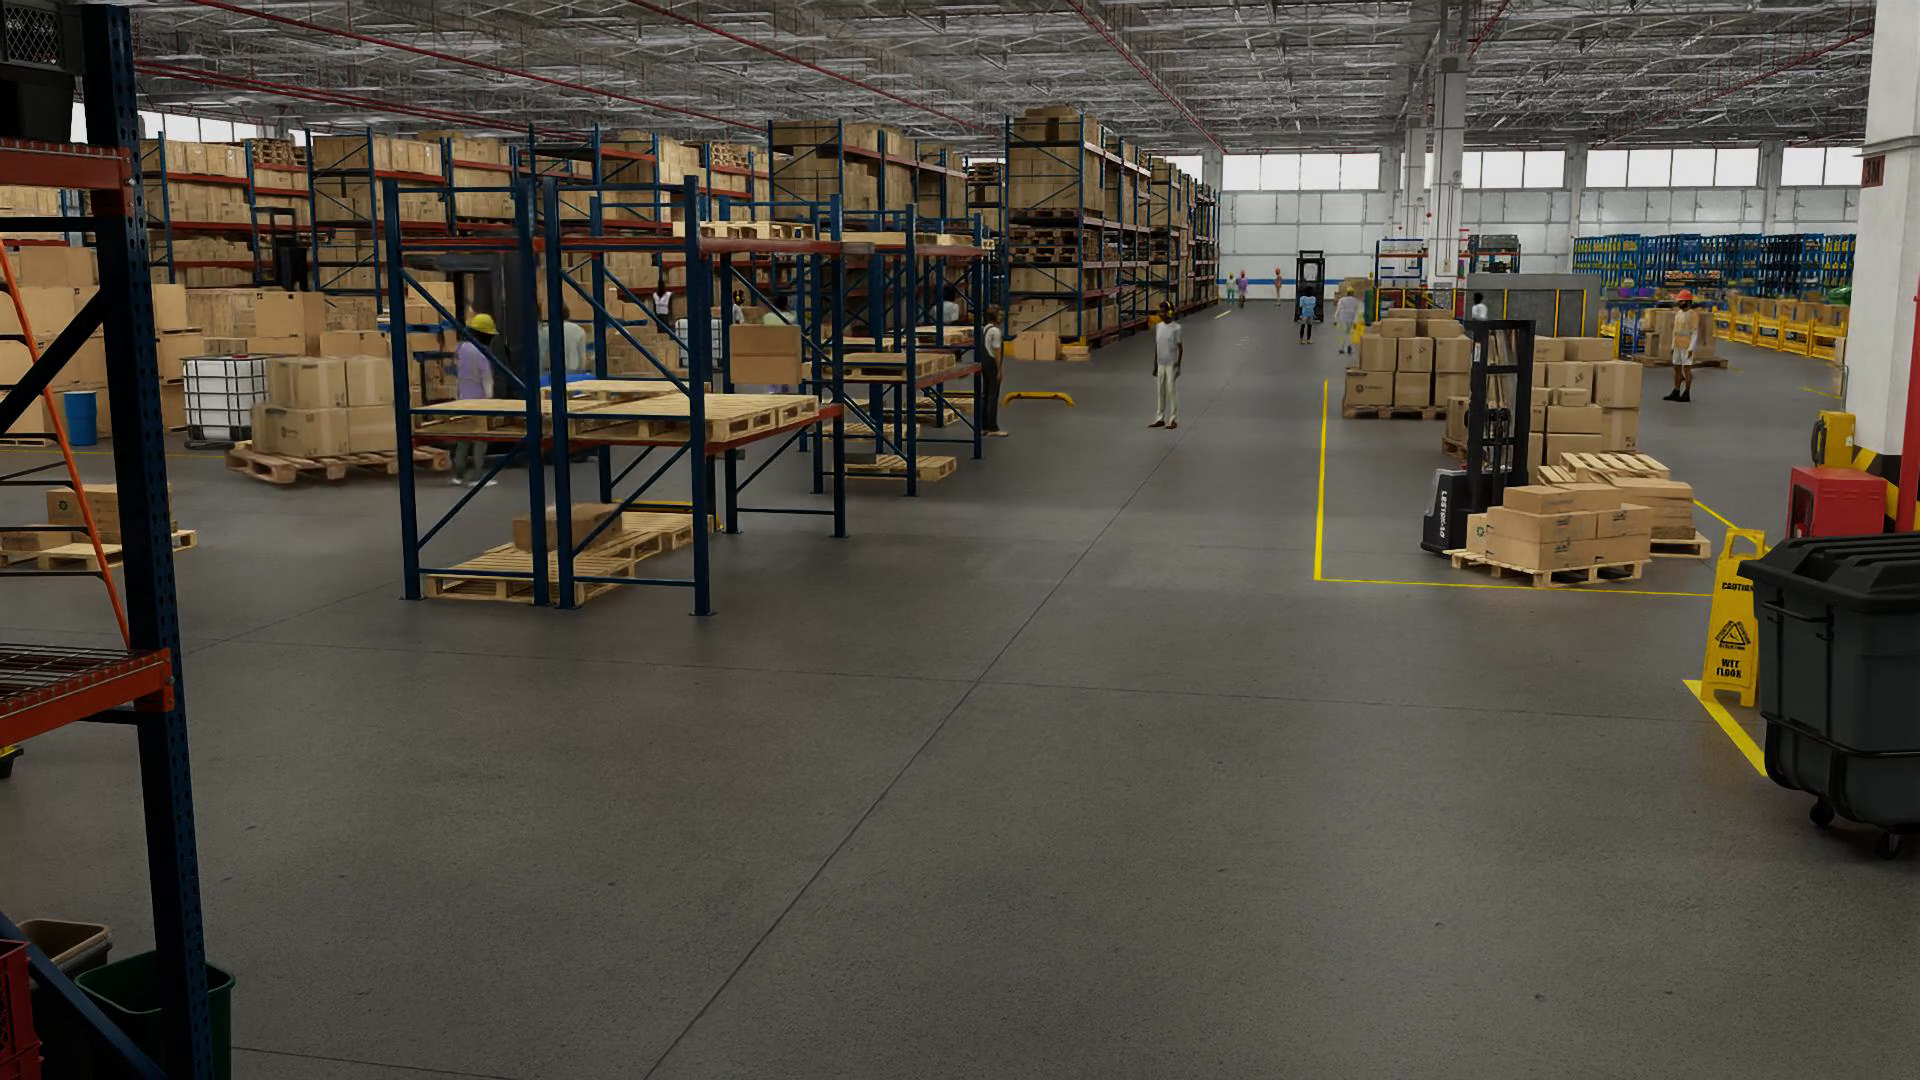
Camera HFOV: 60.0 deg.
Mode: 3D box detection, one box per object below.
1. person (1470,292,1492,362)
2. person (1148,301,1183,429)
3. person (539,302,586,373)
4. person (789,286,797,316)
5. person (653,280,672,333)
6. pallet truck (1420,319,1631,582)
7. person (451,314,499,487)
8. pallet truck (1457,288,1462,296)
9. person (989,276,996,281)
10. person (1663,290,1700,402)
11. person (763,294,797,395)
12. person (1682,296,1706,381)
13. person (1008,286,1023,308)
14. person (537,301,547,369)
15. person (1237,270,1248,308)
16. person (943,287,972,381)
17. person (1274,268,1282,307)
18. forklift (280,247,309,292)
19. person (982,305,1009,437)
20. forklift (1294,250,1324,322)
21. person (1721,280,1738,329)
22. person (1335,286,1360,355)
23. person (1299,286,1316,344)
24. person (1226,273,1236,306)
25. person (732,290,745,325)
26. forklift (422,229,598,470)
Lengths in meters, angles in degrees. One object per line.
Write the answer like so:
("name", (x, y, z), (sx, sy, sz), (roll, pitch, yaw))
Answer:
("person", (12.545, -5.132, 40.113), (0.538, 1.688, 0.448), (-9, 13, -43))
("person", (3.020, -2.552, 24.326), (0.326, 1.865, 0.519), (-9, 13, -41))
("person", (-5.364, -2.274, 22.559), (0.641, 1.909, 0.917), (-6, 11, -31))
("person", (-5.340, -7.360, 53.517), (0.314, 1.638, 0.507), (-9, 13, -43))
("person", (-8.235, -6.253, 46.143), (0.598, 1.906, 0.473), (3, 10, 16))
("pallet truck", (4.543, -0.757, 13.299), (0.823, 1.965, 1.885), (-4, 10, -22))
("person", (-5.304, -1.513, 18.123), (0.754, 1.882, 0.443), (8, 13, 41))
("pallet truck", (20.506, -9.785, 68.819), (0.653, 1.274, 1.630), (2, 10, 12))
("person", (1.598, -11.493, 77.045), (0.360, 1.939, 0.635), (-6, 11, -30))
("person", (12.576, -3.372, 28.956), (0.362, 1.939, 0.542), (-2, 10, -14))
("person", (-2.945, -3.104, 27.458), (0.616, 1.907, 0.444), (2, 10, 12))
("person", (14.969, -4.129, 34.073), (0.897, 1.731, 0.529), (-9, 13, -43))
("person", (1.941, -8.178, 57.852), (0.644, 1.805, 0.686), (-5, 11, -29))
("person", (-6.301, -2.623, 24.726), (0.429, 1.866, 0.598), (1, 10, 5))
("person", (14.295, -12.676, 84.140), (0.538, 1.914, 0.463), (2, 10, 10))
("person", (-0.147, -4.221, 34.017), (0.634, 1.919, 0.960), (9, 13, 42))
("person", (16.659, -13.223, 87.126), (0.395, 1.993, 0.616), (1, 10, 7))
("forklift", (-19.921, -7.390, 49.969), (1.873, 2.768, 1.129), (2, 10, 12))
("person", (0.449, -2.354, 23.224), (0.345, 1.840, 0.505), (-4, 11, -24))
("forklift", (13.778, -10.002, 65.433), (1.129, 2.768, 1.873), (2, 10, 12))
("person", (26.178, -7.950, 56.607), (0.378, 1.750, 0.535), (-3, 10, -15))
("person", (10.082, -5.696, 43.162), (0.595, 1.794, 0.828), (-2, 10, -11))
("person", (10.149, -6.565, 48.573), (0.535, 1.700, 0.318), (-3, 10, -18))
("person", (14.417, -13.324, 88.414), (0.527, 1.763, 0.332), (3, 10, 16))
("person", (-4.439, -4.063, 33.256), (0.329, 1.871, 0.513), (-3, 10, -16))
("forklift", (-5.459, -2.326, 19.978), (1.873, 2.768, 1.129), (-8, 13, -40))
